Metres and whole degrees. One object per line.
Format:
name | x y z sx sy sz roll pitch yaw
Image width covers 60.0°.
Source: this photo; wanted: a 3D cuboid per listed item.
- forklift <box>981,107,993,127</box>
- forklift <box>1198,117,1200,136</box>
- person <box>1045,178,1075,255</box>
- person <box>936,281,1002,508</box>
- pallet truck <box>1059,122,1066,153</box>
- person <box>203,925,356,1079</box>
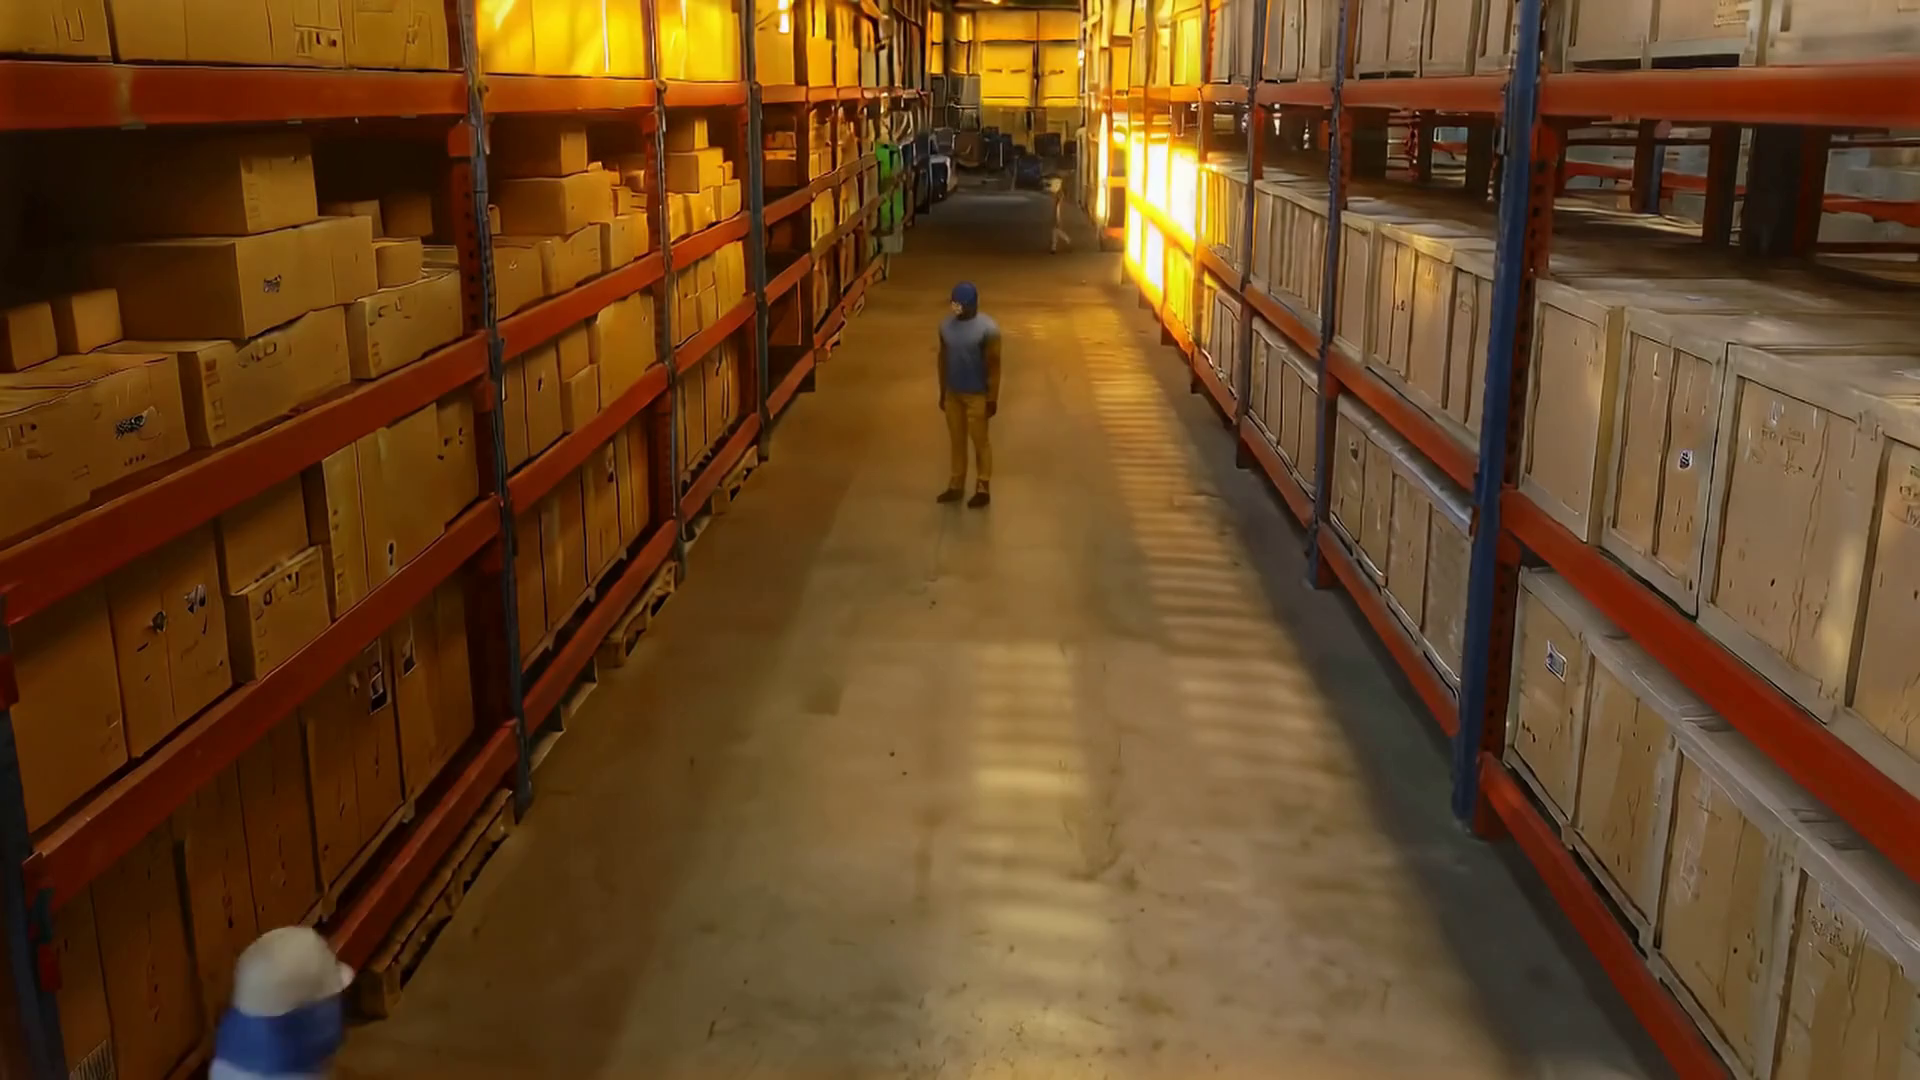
forklift | 1.322 -19.861 81.690 1.873 2.768 1.129 -4 16 -15
forklift | 9.514 -15.535 65.591 1.873 2.768 1.129 0 15 2
person | 2.194 -7.061 36.347 0.582 1.684 0.540 0 15 -1
person | 0.064 -1.246 14.217 0.634 1.937 0.356 12 19 37
pallet truck | 5.788 -21.111 88.014 1.885 1.965 0.823 5 16 18
person | -1.526 1.687 3.764 0.498 1.697 0.904 12 19 38
